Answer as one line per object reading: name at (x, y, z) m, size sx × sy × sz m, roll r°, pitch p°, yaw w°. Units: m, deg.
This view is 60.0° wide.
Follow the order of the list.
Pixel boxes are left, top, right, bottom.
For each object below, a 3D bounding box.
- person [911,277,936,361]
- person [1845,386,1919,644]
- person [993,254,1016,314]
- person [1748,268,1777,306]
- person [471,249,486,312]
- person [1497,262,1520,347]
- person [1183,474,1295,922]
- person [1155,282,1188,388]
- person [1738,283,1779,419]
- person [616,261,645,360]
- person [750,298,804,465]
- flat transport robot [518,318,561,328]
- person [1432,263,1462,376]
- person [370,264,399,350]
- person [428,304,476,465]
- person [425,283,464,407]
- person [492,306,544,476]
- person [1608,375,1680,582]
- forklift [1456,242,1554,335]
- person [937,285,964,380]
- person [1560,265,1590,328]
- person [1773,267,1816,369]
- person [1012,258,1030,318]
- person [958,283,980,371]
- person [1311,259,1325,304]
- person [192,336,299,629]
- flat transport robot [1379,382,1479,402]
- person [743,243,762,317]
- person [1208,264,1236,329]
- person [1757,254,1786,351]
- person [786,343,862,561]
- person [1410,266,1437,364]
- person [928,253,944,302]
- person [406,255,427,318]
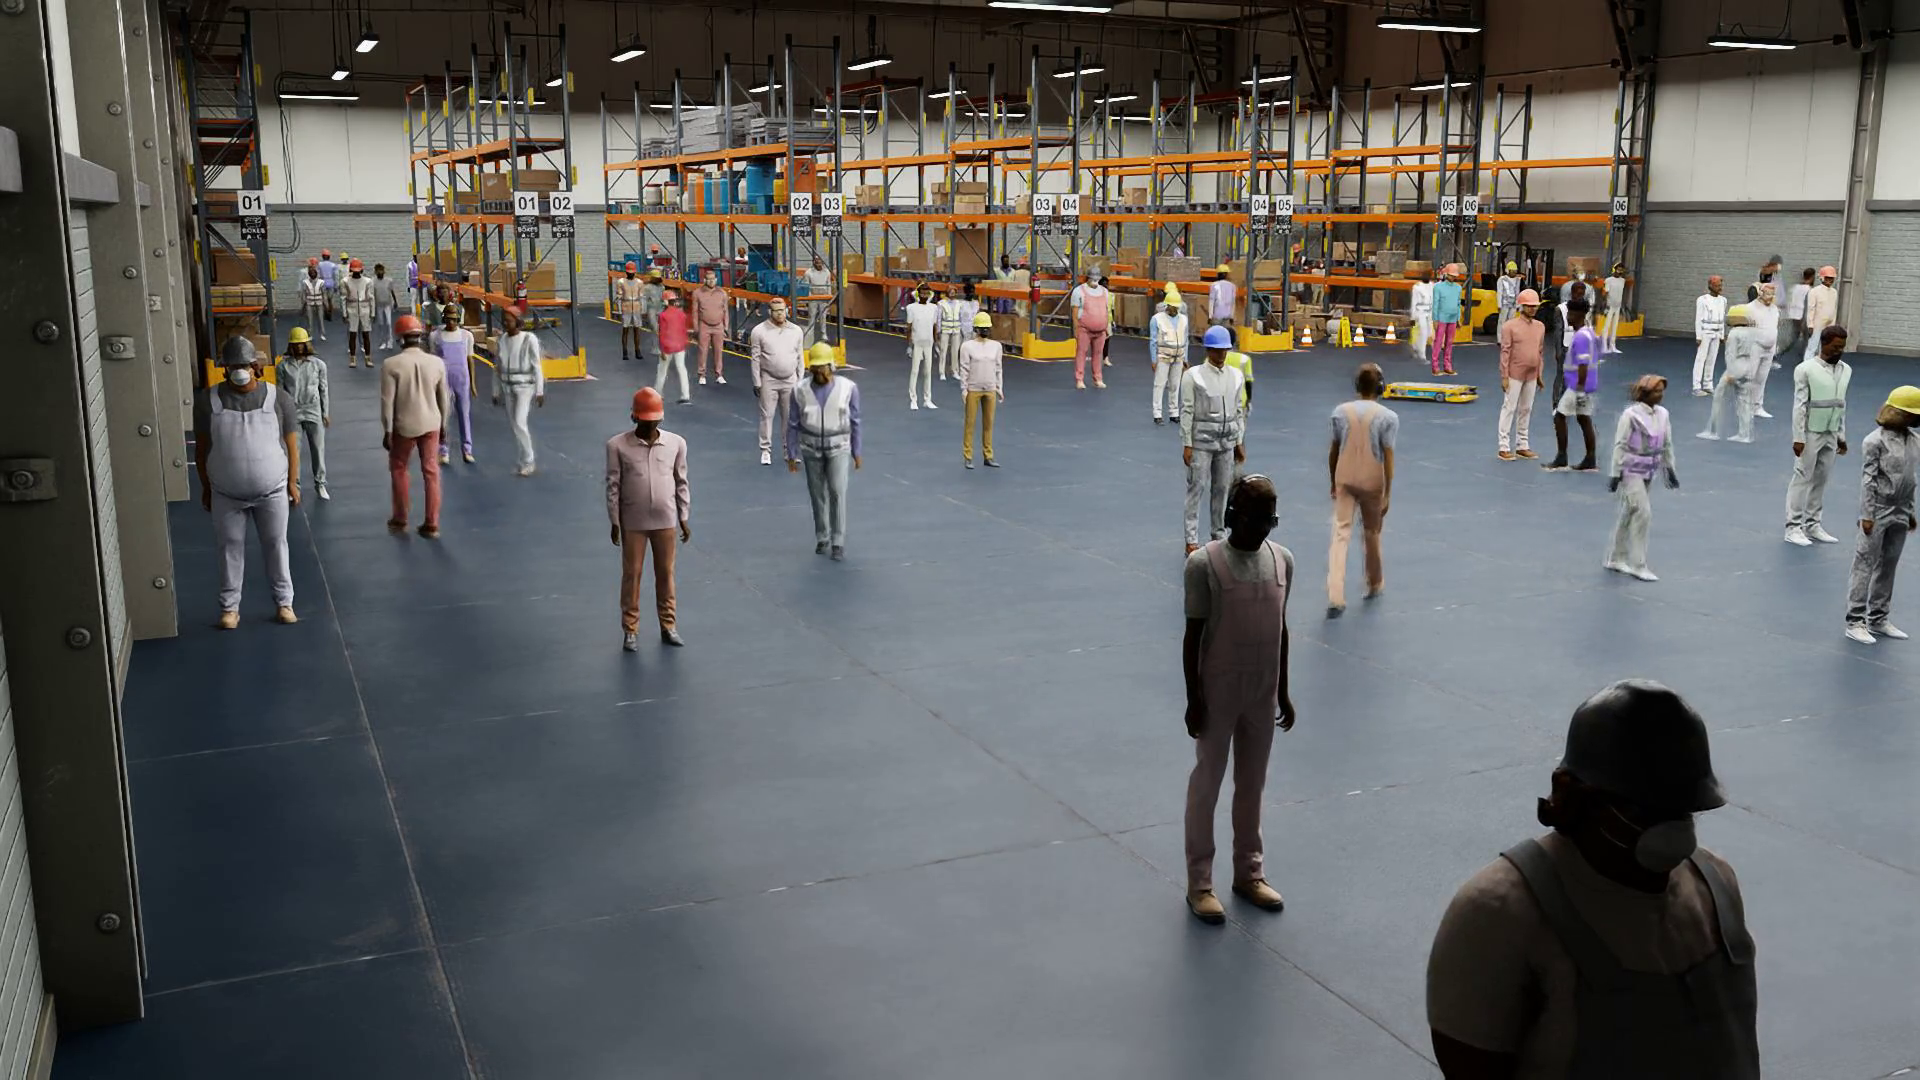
person at (-0.735, -4.341, 32.650) m, size 0.518 × 1.627 × 0.435 m, roll -3°, pitch 11°, yaw -13°
person at (6.255, -0.173, 11.187) m, size 0.484 × 1.737 × 0.305 m, roll -5°, pitch 12°, yaw -23°
person at (1.029, -5.675, 38.683) m, size 0.589 × 1.919 × 0.393 m, roll -5°, pitch 12°, yaw -23°
person at (15.082, -4.174, 31.255) m, size 0.623 × 1.844 × 0.429 m, roll -5°, pitch 12°, yaw -23°
person at (-14.022, -7.528, 48.284) m, size 0.564 × 1.846 × 0.390 m, roll -5°, pitch 12°, yaw -23°
person at (11.818, -5.065, 35.804) m, size 0.586 × 1.833 × 0.403 m, roll -5°, pitch 12°, yaw -23°
person at (1.146, 0.635, 6.815) m, size 0.505 × 1.841 × 0.346 m, roll -5°, pitch 12°, yaw -23°
person at (3.422, -3.328, 27.192) m, size 0.556 × 1.736 × 0.757 m, roll 3°, pitch 11°, yaw 14°
person at (11.251, -2.655, 23.382) m, size 0.639 × 1.903 × 0.409 m, roll -5°, pitch 12°, yaw -23°
person at (-6.470, -4.512, 32.749) m, size 0.542 × 1.929 × 0.368 m, roll -5°, pitch 12°, yaw -23°
person at (-2.082, -1.822, 19.136) m, size 0.639 × 1.909 × 0.409 m, roll -5°, pitch 12°, yaw -23°
flat transport robot at (-10.622, -5.463, 41.805) m, size 0.652 × 0.197 × 1.431 m, roll 2°, pitch 11°, yaw 9°
person at (8.648, -3.907, 29.525) m, size 0.608 × 1.987 × 0.388 m, roll -5°, pitch 12°, yaw -23°
person at (-12.143, -4.898, 35.054) m, size 0.563 × 1.799 × 0.992 m, roll -3°, pitch 12°, yaw -16°
person at (-5.827, -1.789, 19.139) m, size 0.505 × 1.841 × 0.345 m, roll -5°, pitch 12°, yaw -23°
person at (-7.590, -2.862, 24.572) m, size 0.564 × 1.846 × 0.390 m, roll -5°, pitch 12°, yaw -23°
person at (-4.862, -1.616, 18.173) m, size 0.614 × 1.868 × 0.453 m, roll 5°, pitch 12°, yaw 25°
person at (5.411, -0.488, 13.098) m, size 0.527 × 1.614 × 0.680 m, roll -8°, pitch 14°, yaw -35°
forklift at (13.047, -6.049, 39.881) m, size 2.313 × 2.155 × 1.214 m, roll -5°, pitch 12°, yaw -23°
person at (-0.168, -3.592, 28.809) m, size 0.511 × 1.640 × 0.308 m, roll -5°, pitch 12°, yaw -23°
person at (11.059, -3.957, 29.904) m, size 0.628 × 1.940 × 0.373 m, roll -5°, pitch 12°, yaw -23°
person at (15.424, -4.063, 30.583) m, size 0.789 × 1.886 × 0.580 m, roll -1°, pitch 11°, yaw -5°
person at (1.539, -6.286, 42.242) m, size 0.584 × 1.734 × 0.385 m, roll -6°, pitch 13°, yaw -28°
person at (0.105, -3.689, 29.238) m, size 0.537 × 1.672 × 0.577 m, roll -9°, pitch 14°, yaw -40°
person at (9.773, -6.827, 45.263) m, size 0.497 × 1.633 × 0.283 m, roll -5°, pitch 12°, yaw -23°
person at (-4.940, -0.401, 11.570) m, size 0.678 × 2.000 × 0.537 m, roll -5°, pitch 12°, yaw -23°
flat transport robot at (7.218, -2.302, 25.740) m, size 1.431 × 0.197 × 0.652 m, roll 7°, pitch 13°, yaw 33°
person at (-5.702, -7.174, 45.984) m, size 0.605 × 2.044 × 0.375 m, roll -5°, pitch 12°, yaw -23°
person at (4.988, -4.307, 31.745) m, size 0.623 × 1.909 × 0.471 m, roll -6°, pitch 13°, yaw -29°
person at (17.005, -4.961, 34.744) m, size 0.703 × 2.000 × 0.801 m, roll -10°, pitch 15°, yaw -40°
person at (-1.144, -0.729, 13.843) m, size 0.619 × 1.797 × 0.797 m, roll 1°, pitch 11°, yaw 3°
person at (8.889, -4.318, 31.919) m, size 0.591 × 1.864 × 0.538 m, roll -6°, pitch 13°, yaw -27°
person at (-0.654, -6.605, 43.571) m, size 0.564 × 1.849 × 0.533 m, roll -5°, pitch 12°, yaw -24°
person at (-14.497, -6.788, 44.536) m, size 0.623 × 1.844 × 0.429 m, roll -5°, pitch 12°, yaw -23°
